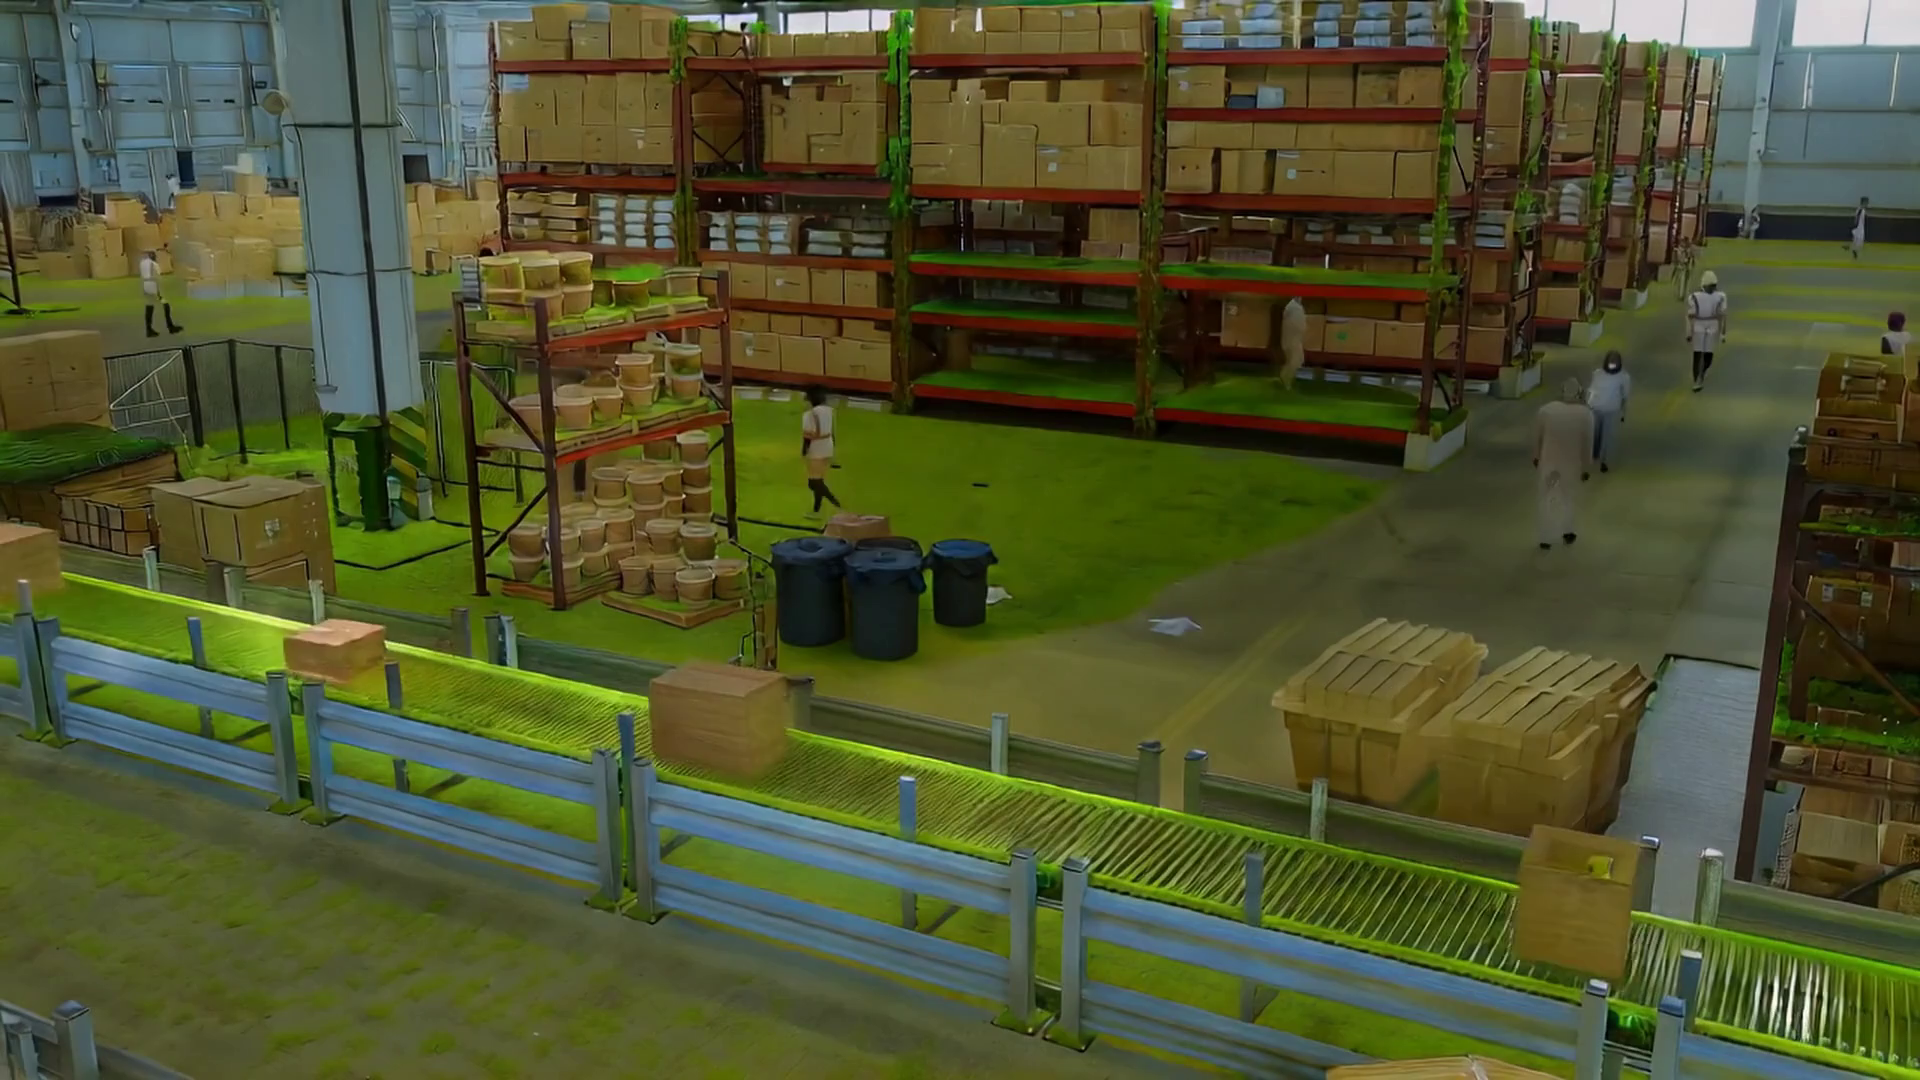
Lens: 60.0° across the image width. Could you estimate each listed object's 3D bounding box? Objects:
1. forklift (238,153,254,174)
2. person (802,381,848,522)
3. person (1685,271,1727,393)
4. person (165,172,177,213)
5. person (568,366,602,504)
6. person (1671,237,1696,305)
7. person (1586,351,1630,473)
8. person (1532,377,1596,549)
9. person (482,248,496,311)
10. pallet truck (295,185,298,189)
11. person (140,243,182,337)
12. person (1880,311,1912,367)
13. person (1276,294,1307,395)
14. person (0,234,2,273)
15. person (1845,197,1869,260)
[{"bbox_3d":[-26.170,-12.804,61.235,1.873,2.768,1.129,-3,15,-10],"label":"forklift"},{"bbox_3d":[-1.563,-0.991,19.116,0.647,1.677,0.541,9,17,31],"label":"person"},{"bbox_3d":[12.530,-3.518,27.973,0.627,2.017,0.842,4,15,15],"label":"person"},{"bbox_3d":[-32.005,-13.936,67.330,0.680,1.915,0.580,-11,18,-36],"label":"person"},{"bbox_3d":[-4.569,-1.298,20.279,0.553,1.662,0.743,9,17,29],"label":"person"},{"bbox_3d":[17.316,-6.462,39.845,0.529,1.597,0.769,6,16,21],"label":"person"},{"bbox_3d":[8.503,-1.692,21.867,0.518,1.617,0.371,7,16,23],"label":"person"},{"bbox_3d":[6.639,-0.878,18.329,0.665,1.863,0.929,7,17,26],"label":"person"},{"bbox_3d":[-9.198,-4.746,32.692,0.367,1.966,0.607,-1,15,-3],"label":"person"},{"bbox_3d":[-26.804,-14.617,69.738,1.885,1.965,0.823,-14,20,-42],"label":"pallet truck"},{"bbox_3d":[-16.610,-5.190,34.482,0.572,1.896,0.916,6,16,22],"label":"person"},{"bbox_3d":[13.505,-2.401,24.140,0.568,1.822,0.452,-5,16,-20],"label":"person"},{"bbox_3d":[5.480,-3.255,27.247,0.420,1.893,0.646,4,15,14],"label":"person"},{"bbox_3d":[-27.314,-8.454,46.884,0.525,1.839,0.338,-5,16,-18],"label":"person"},{"bbox_3d":[27.386,-9.493,50.649,0.446,1.907,0.590,5,16,18],"label":"person"}]
